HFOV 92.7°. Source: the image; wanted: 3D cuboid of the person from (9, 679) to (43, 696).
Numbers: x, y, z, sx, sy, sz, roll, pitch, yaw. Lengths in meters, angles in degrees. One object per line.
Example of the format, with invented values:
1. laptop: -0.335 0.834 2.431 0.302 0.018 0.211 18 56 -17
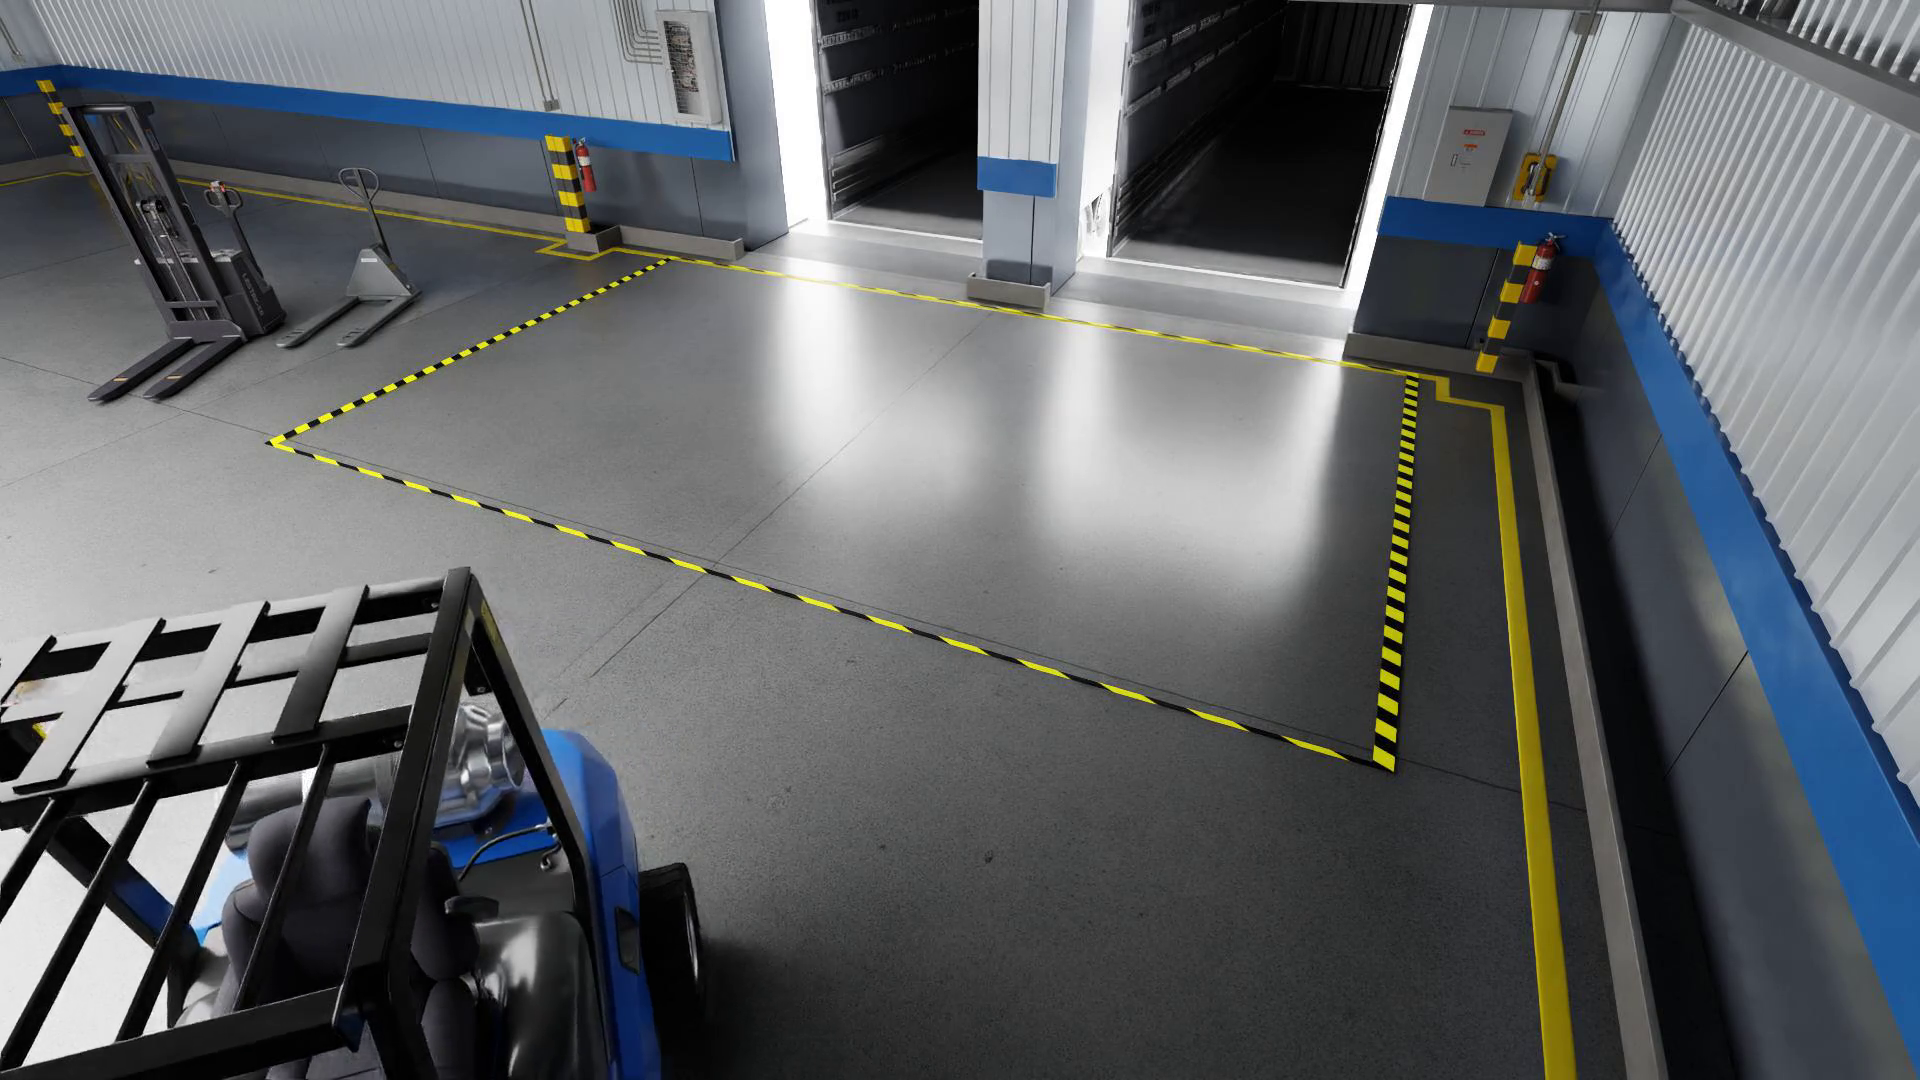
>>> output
1. person: -4.975 -0.027 4.224 0.592 1.809 0.663 -10 36 -13

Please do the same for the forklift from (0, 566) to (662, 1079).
1. forklift: -1.345 1.254 1.916 1.157 2.036 2.680 -10 36 -14

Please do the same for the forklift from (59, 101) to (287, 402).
1. forklift: -6.686 -2.387 7.434 0.823 1.965 1.885 -3 35 -5

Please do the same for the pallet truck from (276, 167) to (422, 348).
1. pallet truck: -5.732 -2.611 8.414 0.680 1.201 1.601 -1 35 -1
